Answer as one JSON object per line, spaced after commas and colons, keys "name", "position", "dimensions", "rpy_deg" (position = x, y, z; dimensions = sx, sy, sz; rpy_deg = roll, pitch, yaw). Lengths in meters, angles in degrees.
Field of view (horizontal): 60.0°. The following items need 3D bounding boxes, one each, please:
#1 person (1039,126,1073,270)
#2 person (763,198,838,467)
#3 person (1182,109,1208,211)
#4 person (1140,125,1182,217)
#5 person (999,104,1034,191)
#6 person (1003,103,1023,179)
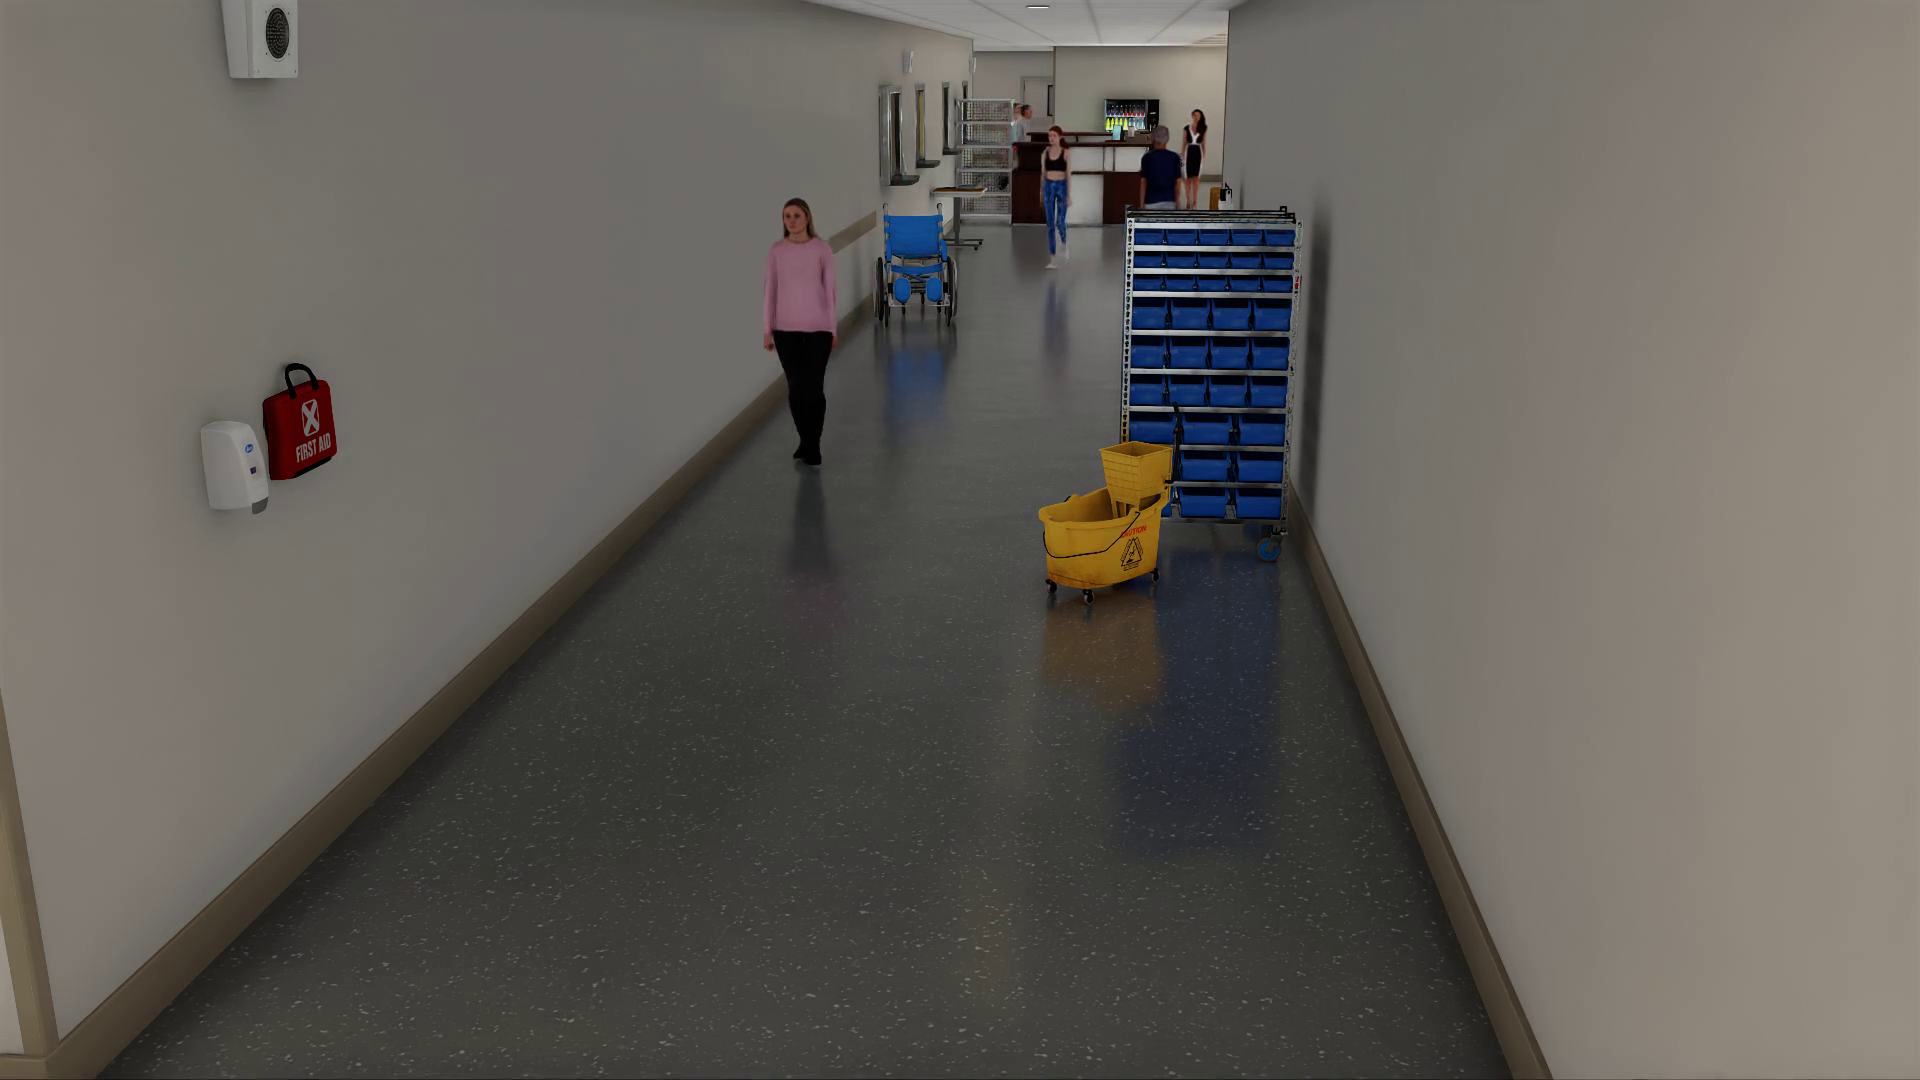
{"name": "person", "position": [1.245, -4.321, 21.040], "dimensions": [0.756, 1.773, 0.754], "rpy_deg": [7, 17, 22]}
{"name": "person", "position": [-0.987, -1.339, 10.658], "dimensions": [0.655, 1.668, 0.679], "rpy_deg": [2, 16, 7]}
{"name": "person", "position": [4.126, -6.717, 29.578], "dimensions": [1.060, 1.754, 0.669], "rpy_deg": [2, 16, 6]}
{"name": "person", "position": [2.387, -3.982, 19.781], "dimensions": [0.912, 1.805, 0.705], "rpy_deg": [2, 16, 7]}
{"name": "person", "position": [1.194, -7.705, 33.006], "dimensions": [1.205, 1.795, 0.881], "rpy_deg": [-3, 16, -11]}
{"name": "person", "position": [1.197, -8.850, 37.152], "dimensions": [1.060, 1.749, 0.951], "rpy_deg": [-7, 17, -22]}
